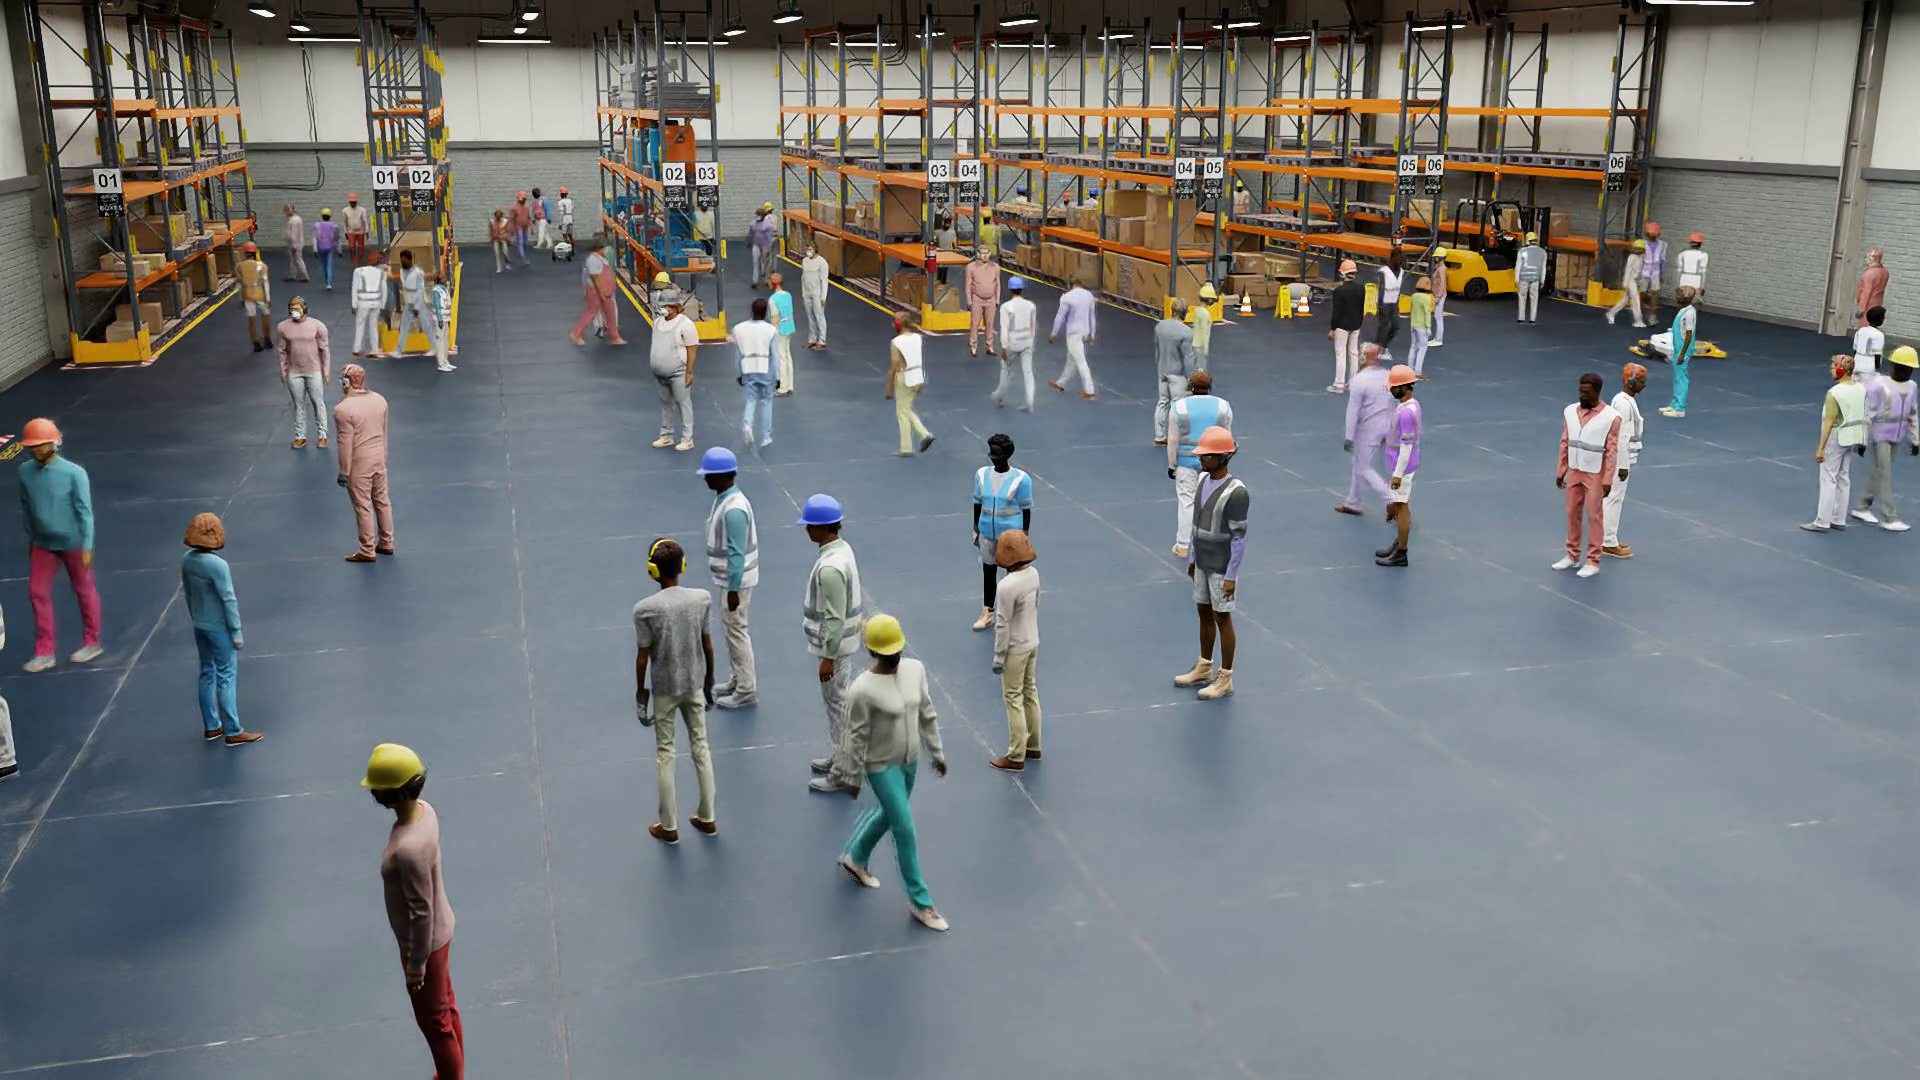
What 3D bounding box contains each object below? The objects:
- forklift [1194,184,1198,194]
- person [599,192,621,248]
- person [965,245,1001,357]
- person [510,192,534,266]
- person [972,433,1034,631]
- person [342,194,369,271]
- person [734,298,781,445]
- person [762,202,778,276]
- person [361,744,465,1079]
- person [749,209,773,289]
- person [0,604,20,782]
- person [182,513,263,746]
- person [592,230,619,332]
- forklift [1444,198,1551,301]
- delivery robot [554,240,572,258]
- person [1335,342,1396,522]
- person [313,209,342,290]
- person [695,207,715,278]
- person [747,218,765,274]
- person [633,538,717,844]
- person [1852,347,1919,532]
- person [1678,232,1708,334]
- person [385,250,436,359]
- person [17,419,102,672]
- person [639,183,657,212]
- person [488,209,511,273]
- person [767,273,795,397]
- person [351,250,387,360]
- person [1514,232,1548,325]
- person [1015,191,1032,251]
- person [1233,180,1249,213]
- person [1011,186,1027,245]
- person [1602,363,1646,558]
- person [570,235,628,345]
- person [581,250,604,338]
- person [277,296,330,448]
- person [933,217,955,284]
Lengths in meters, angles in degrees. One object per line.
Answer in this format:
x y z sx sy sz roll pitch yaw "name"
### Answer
7.392 -11.333 53.972 1.873 2.768 1.129 -4 15 -15 "forklift"
-9.979 -8.970 47.195 0.596 1.789 0.923 8 17 28 "person"
0.408 -4.130 28.735 0.643 1.909 0.409 -5 16 -17 "person"
-11.625 -8.281 44.328 0.890 1.928 0.649 11 18 35 "person"
0.340 -0.050 13.785 0.541 1.695 0.316 7 17 26 "person"
-15.581 -7.937 42.937 0.625 1.956 0.879 -5 16 -18 "person"
-2.594 -2.115 21.182 0.623 1.890 0.571 3 15 10 "person"
-4.780 -7.532 41.679 0.403 1.833 0.591 6 16 21 "person"
-2.319 1.696 7.085 0.322 1.764 0.533 -4 15 -14 "person"
-4.663 -6.813 38.919 0.635 1.859 1.031 5 16 17 "person"
-6.404 0.684 10.763 0.404 1.829 0.600 -11 18 -36 "person"
-5.104 0.609 11.425 0.500 1.633 0.279 10 18 32 "person"
-6.774 -4.938 31.749 0.374 1.926 0.665 5 16 18 "person"
11.913 -6.508 37.130 2.313 2.155 1.214 -4 15 -15 "forklift"
-10.901 -8.000 45.709 0.477 0.478 0.707 0 15 1 "delivery robot"
4.352 -1.132 17.501 0.655 1.879 0.796 -14 21 -43 "person"
-14.779 -6.789 38.890 0.594 1.838 1.073 -4 15 -14 "person"
-6.336 -7.507 41.308 0.635 1.974 0.480 -8 17 -29 "person"
-5.069 -7.482 41.978 0.528 1.591 0.899 -11 19 -36 "person"
-1.688 0.900 9.904 0.515 1.860 0.325 -8 17 -29 "person"
9.648 -1.050 17.169 0.610 1.887 0.816 -6 16 -20 "person"
13.788 -4.811 31.273 0.627 1.917 0.570 -13 20 -40 "person"
-9.372 -4.021 28.430 0.606 1.854 1.046 10 18 34 "person"
-7.038 0.056 12.849 0.646 1.968 0.807 2 15 7 "person"
-9.408 -9.838 50.193 0.638 1.910 0.663 -1 15 -3 "person"
-11.782 -7.664 42.585 0.554 1.621 0.415 0 15 -1 "person"
-2.674 -3.056 24.837 0.411 1.834 0.587 6 16 21 "person"
-10.141 -4.019 28.446 0.632 1.850 0.731 -13 19 -40 "person"
11.230 -5.147 32.755 0.611 1.809 0.450 0 15 2 "person"
1.787 -9.338 48.481 0.642 1.824 0.452 -11 19 -36 "person"
8.571 -10.089 51.162 0.613 1.897 0.833 3 15 12 "person"
1.716 -9.189 47.782 0.639 1.891 0.951 -3 15 -10 "person"
6.440 -0.779 16.166 0.356 1.885 0.572 5 16 18 "person"
-6.569 -4.517 29.935 0.972 2.000 0.684 3 15 12 "person"
-6.749 -4.544 30.824 0.520 1.628 0.402 -10 18 -32 "person"
-8.322 -2.125 21.127 0.636 1.938 0.355 -1 15 -4 "person"
-0.401 -6.306 37.163 0.591 1.826 0.892 -3 15 -9 "person"
